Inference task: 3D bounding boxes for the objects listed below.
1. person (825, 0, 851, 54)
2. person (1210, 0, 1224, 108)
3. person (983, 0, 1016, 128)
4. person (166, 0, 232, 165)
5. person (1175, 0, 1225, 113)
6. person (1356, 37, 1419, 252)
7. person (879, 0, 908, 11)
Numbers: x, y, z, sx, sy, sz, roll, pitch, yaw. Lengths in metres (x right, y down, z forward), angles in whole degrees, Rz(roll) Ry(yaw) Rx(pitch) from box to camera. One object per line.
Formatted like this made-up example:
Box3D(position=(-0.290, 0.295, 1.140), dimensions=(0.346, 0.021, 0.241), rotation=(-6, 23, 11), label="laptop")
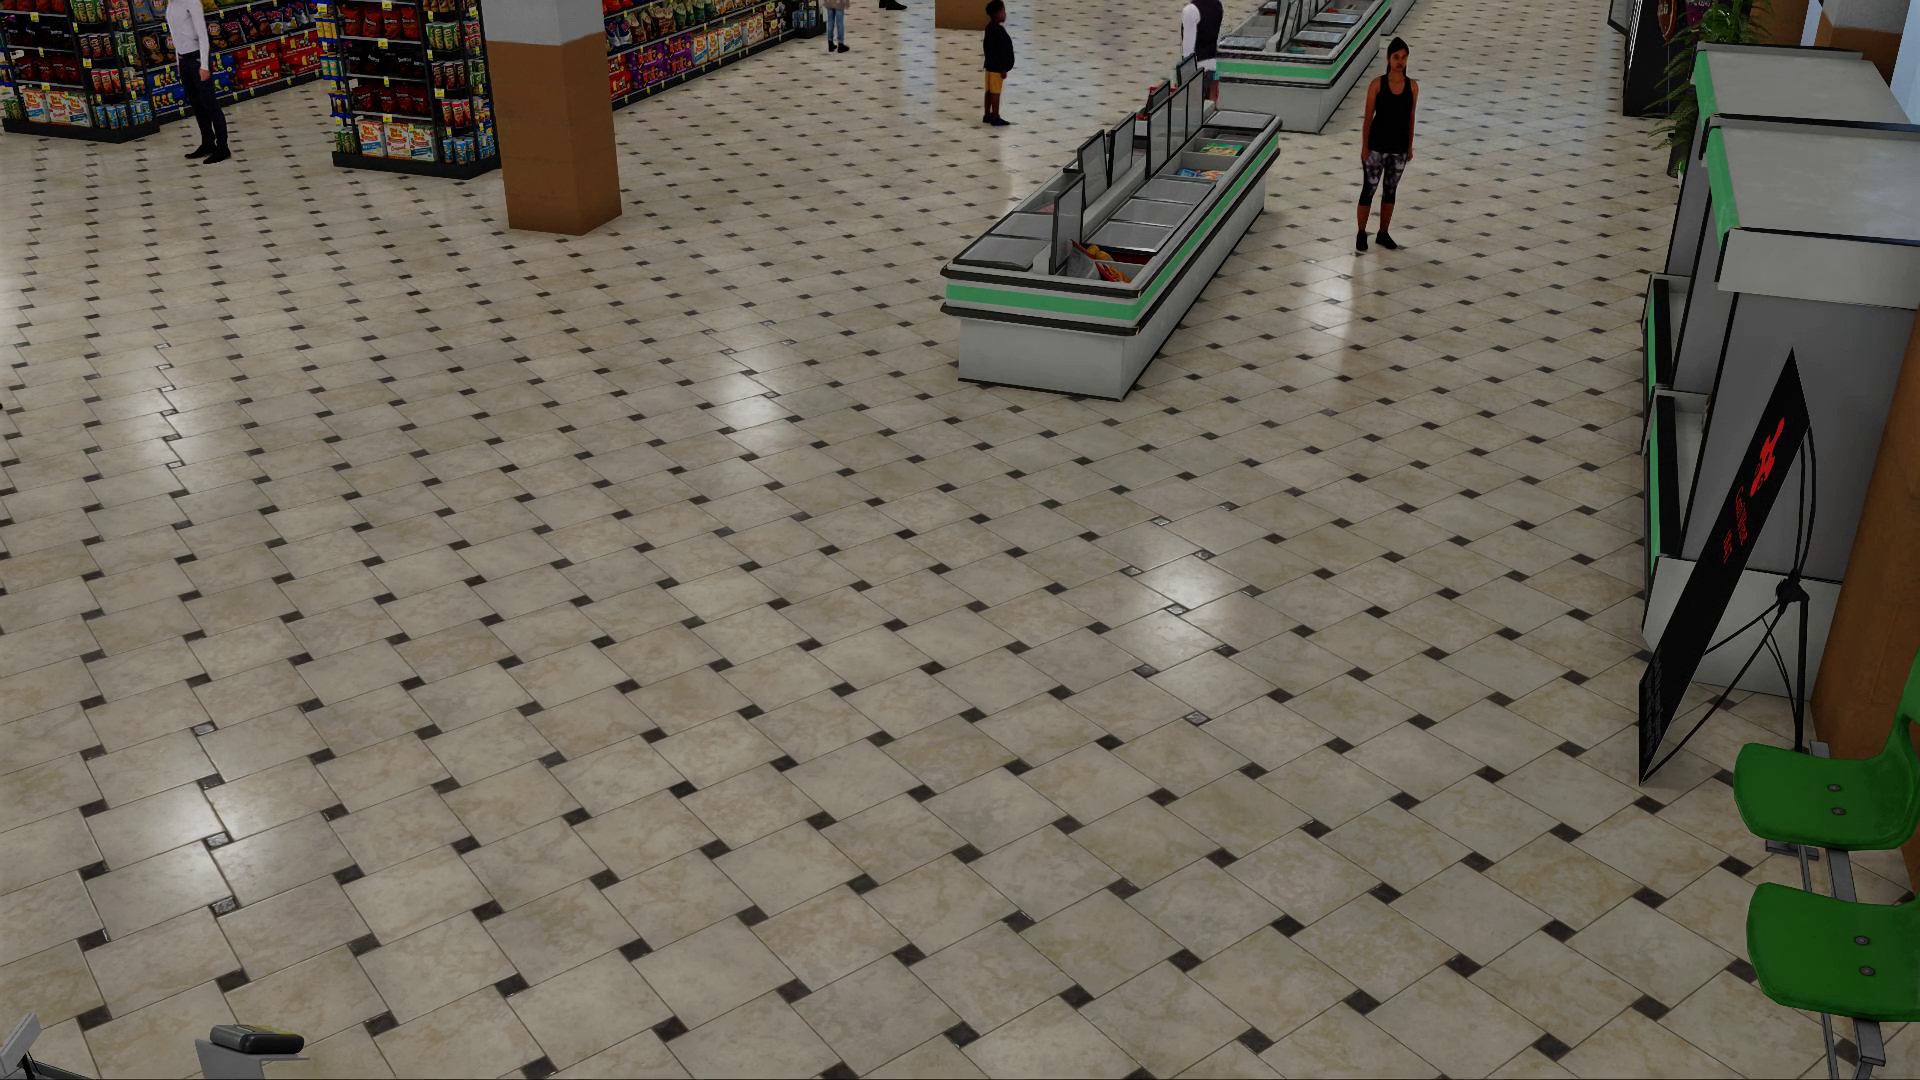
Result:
Box3D(position=(-1.567, -6.757, 20.909), dimensions=(0.492, 1.194, 0.487), rotation=(13, 30, 23), label="person")
Box3D(position=(2.383, -4.838, 16.748), dimensions=(0.756, 1.535, 0.973), rotation=(17, 31, 29), label="person")
Box3D(position=(0.360, -4.951, 17.264), dimensions=(0.673, 1.270, 0.618), rotation=(-14, 30, -25), label="person")
Box3D(position=(-7.289, -4.568, 15.847), dimensions=(0.689, 1.868, 0.673), rotation=(20, 33, 34), label="person")
Box3D(position=(2.282, -4.375, 15.535), dimensions=(1.102, 1.807, 1.040), rotation=(-24, 35, -39), label="person")
Box3D(position=(3.410, -3.162, 13.306), dimensions=(0.656, 1.659, 0.660), rotation=(-4, 27, -7), label="person")
Box3D(position=(-1.025, -8.556, 23.681), dimensions=(0.805, 1.896, 0.750), rotation=(-13, 29, -23), label="person")
